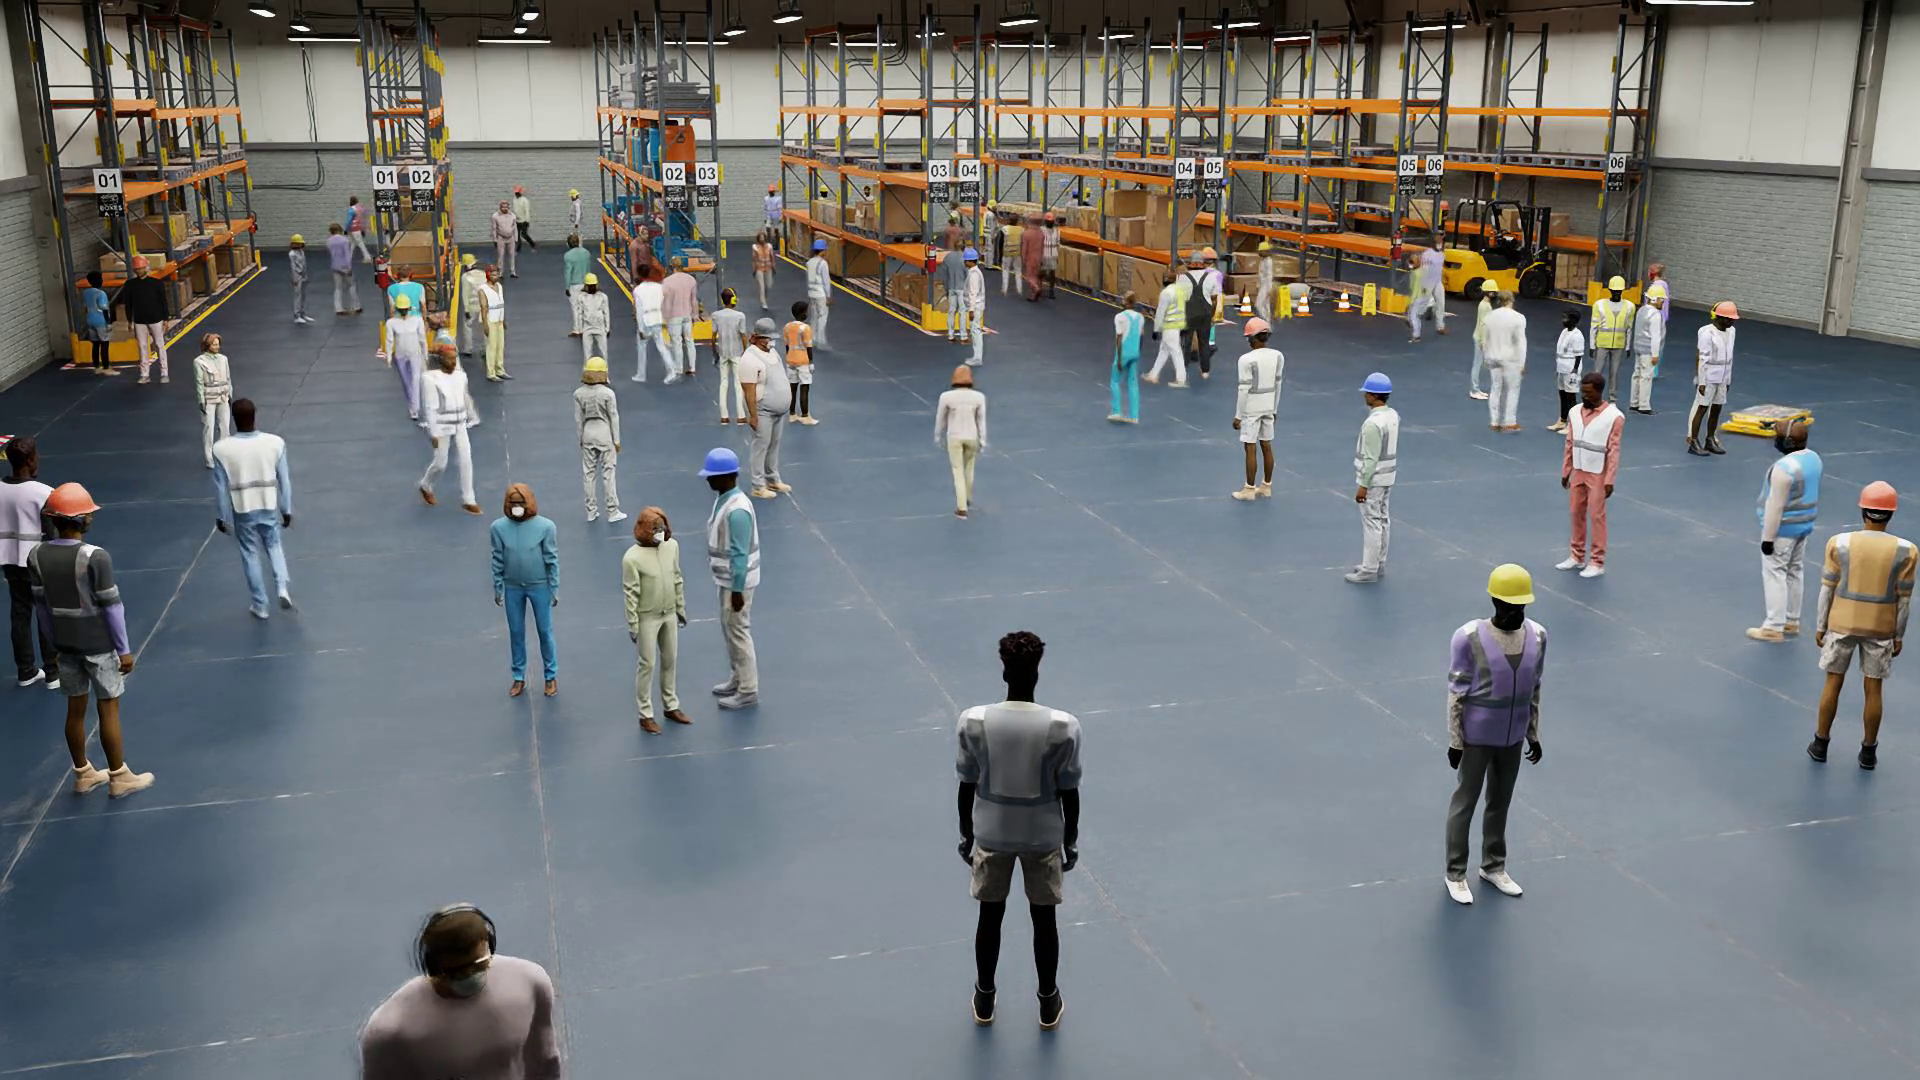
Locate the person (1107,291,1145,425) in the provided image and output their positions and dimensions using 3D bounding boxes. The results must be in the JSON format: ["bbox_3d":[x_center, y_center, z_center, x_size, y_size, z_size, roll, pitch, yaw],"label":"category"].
[{"bbox_3d":[2.315,-2.490,22.767,0.512,1.799,0.627,-8,17,-28],"label":"person"}]

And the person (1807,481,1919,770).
[{"bbox_3d":[5.990,0.561,11.056,0.542,1.928,0.399,8,17,27],"label":"person"}]

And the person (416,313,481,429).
[{"bbox_3d":[-6.884,-2.245,22.237,0.878,1.591,0.543,-10,18,-34],"label":"person"}]

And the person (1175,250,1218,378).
[{"bbox_3d":[3.731,-3.589,26.444,0.683,2.000,0.538,0,15,1],"label":"person"}]

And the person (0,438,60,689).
[{"bbox_3d":[-6.986,0.186,12.504,0.584,1.911,0.394,3,15,10],"label":"person"}]

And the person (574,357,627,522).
[{"bbox_3d":[-3.791,-1.056,17.499,0.484,1.735,0.311,4,15,14],"label":"person"}]

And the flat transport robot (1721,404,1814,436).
[{"bbox_3d":[10.931,-1.634,22.477,1.431,0.197,0.652,-13,20,-41],"label":"flat transport robot"}]

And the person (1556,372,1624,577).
[{"bbox_3d":[5.899,-0.622,15.539,0.387,1.906,0.603,-8,17,-27],"label":"person"}]

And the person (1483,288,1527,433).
[{"bbox_3d":[7.236,-2.390,22.191,0.427,1.903,0.686,-12,19,-38],"label":"person"}]

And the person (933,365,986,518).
[{"bbox_3d":[-0.010,-1.077,17.845,0.519,1.595,0.824,-4,15,-16],"label":"person"}]

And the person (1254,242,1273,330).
[{"bbox_3d":[5.757,-4.771,31.498,0.417,1.731,0.501,0,15,-1],"label":"person"}]

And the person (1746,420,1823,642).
[{"bbox_3d":[6.761,-0.082,13.661,0.618,1.835,0.429,-11,19,-37],"label":"person"}]

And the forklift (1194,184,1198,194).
[{"bbox_3d":[7.392,-11.333,53.972,1.873,2.768,1.129,-4,15,-15],"label":"forklift"}]

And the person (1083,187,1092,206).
[{"bbox_3d":[3.811,-9.804,50.425,0.342,1.737,0.486,-3,15,-13],"label":"person"}]

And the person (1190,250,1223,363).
[{"bbox_3d":[4.194,-3.974,28.261,1.063,1.861,0.618,-14,20,-42],"label":"person"}]

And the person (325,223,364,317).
[{"bbox_3d":[-12.634,-5.544,34.106,0.708,1.879,0.876,5,16,17],"label":"person"}]

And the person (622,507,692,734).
[{"bbox_3d":[-2.128,0.552,11.663,0.294,1.623,0.507,11,19,36],"label":"person"}]

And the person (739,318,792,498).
[{"bbox_3d":[-2.143,-1.485,18.525,0.535,2.000,0.689,5,16,19],"label":"person"}]

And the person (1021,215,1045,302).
[{"bbox_3d":[1.604,-6.106,36.213,0.655,1.893,0.540,-13,19,-39],"label":"person"}]

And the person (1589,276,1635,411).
[{"bbox_3d":[9.237,-2.779,23.610,0.587,1.928,0.363,2,15,7],"label":"person"}]

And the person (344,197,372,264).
[{"bbox_3d":[-16.340,-8.348,44.856,0.893,1.781,0.607,-2,15,-7],"label":"person"}]

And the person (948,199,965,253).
[{"bbox_3d":[-0.113,-7.928,43.209,0.617,1.808,0.630,3,15,13],"label":"person"}]

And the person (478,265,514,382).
[{"bbox_3d":[-7.340,-3.398,26.133,0.404,1.831,0.574,4,15,14],"label":"person"}]

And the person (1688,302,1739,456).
[{"bbox_3d":[9.417,-2.002,20.697,0.546,1.929,0.383,-7,16,-24],"label":"person"}]

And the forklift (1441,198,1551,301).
[{"bbox_3d":[11.913,-6.508,37.130,2.313,2.155,1.214,-4,15,-15],"label":"forklift"}]

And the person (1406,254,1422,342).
[{"bbox_3d":[8.322,-4.444,30.486,0.402,1.604,0.632,2,15,7],"label":"person"}]

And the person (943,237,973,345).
[{"bbox_3d":[-0.023,-4.509,30.098,0.634,1.938,0.355,10,18,34],"label":"person"}]

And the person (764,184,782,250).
[{"bbox_3d":[-5.513,-9.411,48.602,0.570,1.905,0.875,3,15,13],"label":"person"}]

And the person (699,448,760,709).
[{"bbox_3d":[-1.665,0.272,12.121,0.419,1.937,0.616,-5,16,-17],"label":"person"}]

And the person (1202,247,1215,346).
[{"bbox_3d":[4.450,-4.373,29.922,0.326,1.767,0.533,1,15,5],"label":"person"}]

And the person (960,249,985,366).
[{"bbox_3d":[0.213,-3.881,27.750,0.421,1.940,0.604,1,15,3],"label":"person"}]

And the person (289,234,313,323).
[{"bbox_3d":[-13.135,-5.210,33.114,0.315,1.742,0.491,1,15,4],"label":"person"}]

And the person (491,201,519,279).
[{"bbox_3d":[-11.249,-7.440,41.204,0.638,1.902,0.407,-9,17,-30],"label":"person"}]

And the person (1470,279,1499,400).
[{"bbox_3d":[7.776,-2.977,24.663,0.327,1.769,0.525,6,16,20],"label":"person"}]

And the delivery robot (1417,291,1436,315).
[{"bbox_3d":[9.397,-4.819,33.740,0.477,0.478,0.707,9,18,32],"label":"delivery robot"}]

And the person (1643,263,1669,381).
[{"bbox_3d":[10.948,-3.424,26.242,0.397,1.844,0.593,13,20,41],"label":"person"}]

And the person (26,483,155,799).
[{"bbox_3d":[-5.511,0.641,10.519,0.608,2.044,0.372,4,15,14],"label":"person"}]
